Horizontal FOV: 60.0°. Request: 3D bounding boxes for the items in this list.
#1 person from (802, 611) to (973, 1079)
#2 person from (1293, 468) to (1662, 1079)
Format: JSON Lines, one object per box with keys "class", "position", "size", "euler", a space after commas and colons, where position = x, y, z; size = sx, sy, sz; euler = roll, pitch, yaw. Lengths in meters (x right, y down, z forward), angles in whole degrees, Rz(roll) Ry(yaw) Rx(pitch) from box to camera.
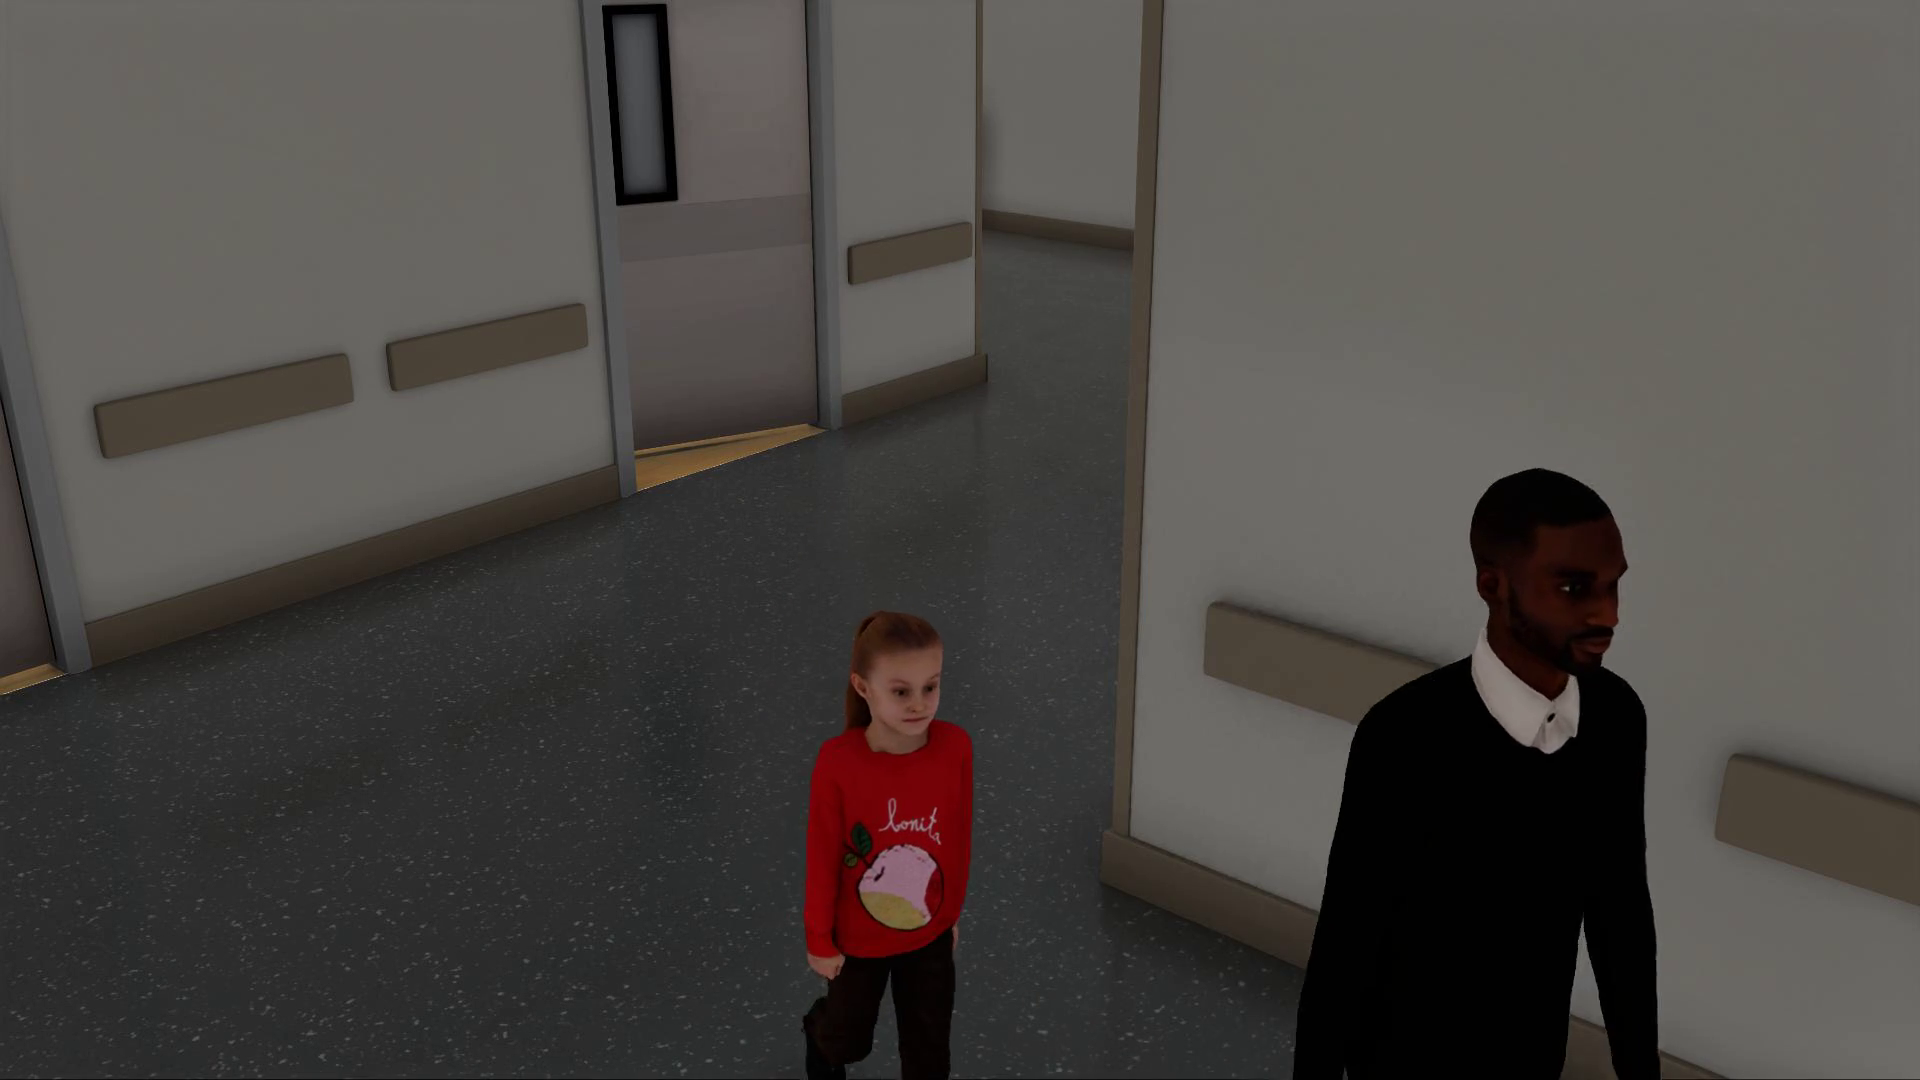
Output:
{"class": "person", "position": [-0.157, 0.723, 3.218], "size": [0.872, 1.263, 0.799], "euler": [-8, 22, -21]}
{"class": "person", "position": [0.658, 0.728, 2.459], "size": [0.883, 1.789, 0.909], "euler": [-10, 23, -26]}
